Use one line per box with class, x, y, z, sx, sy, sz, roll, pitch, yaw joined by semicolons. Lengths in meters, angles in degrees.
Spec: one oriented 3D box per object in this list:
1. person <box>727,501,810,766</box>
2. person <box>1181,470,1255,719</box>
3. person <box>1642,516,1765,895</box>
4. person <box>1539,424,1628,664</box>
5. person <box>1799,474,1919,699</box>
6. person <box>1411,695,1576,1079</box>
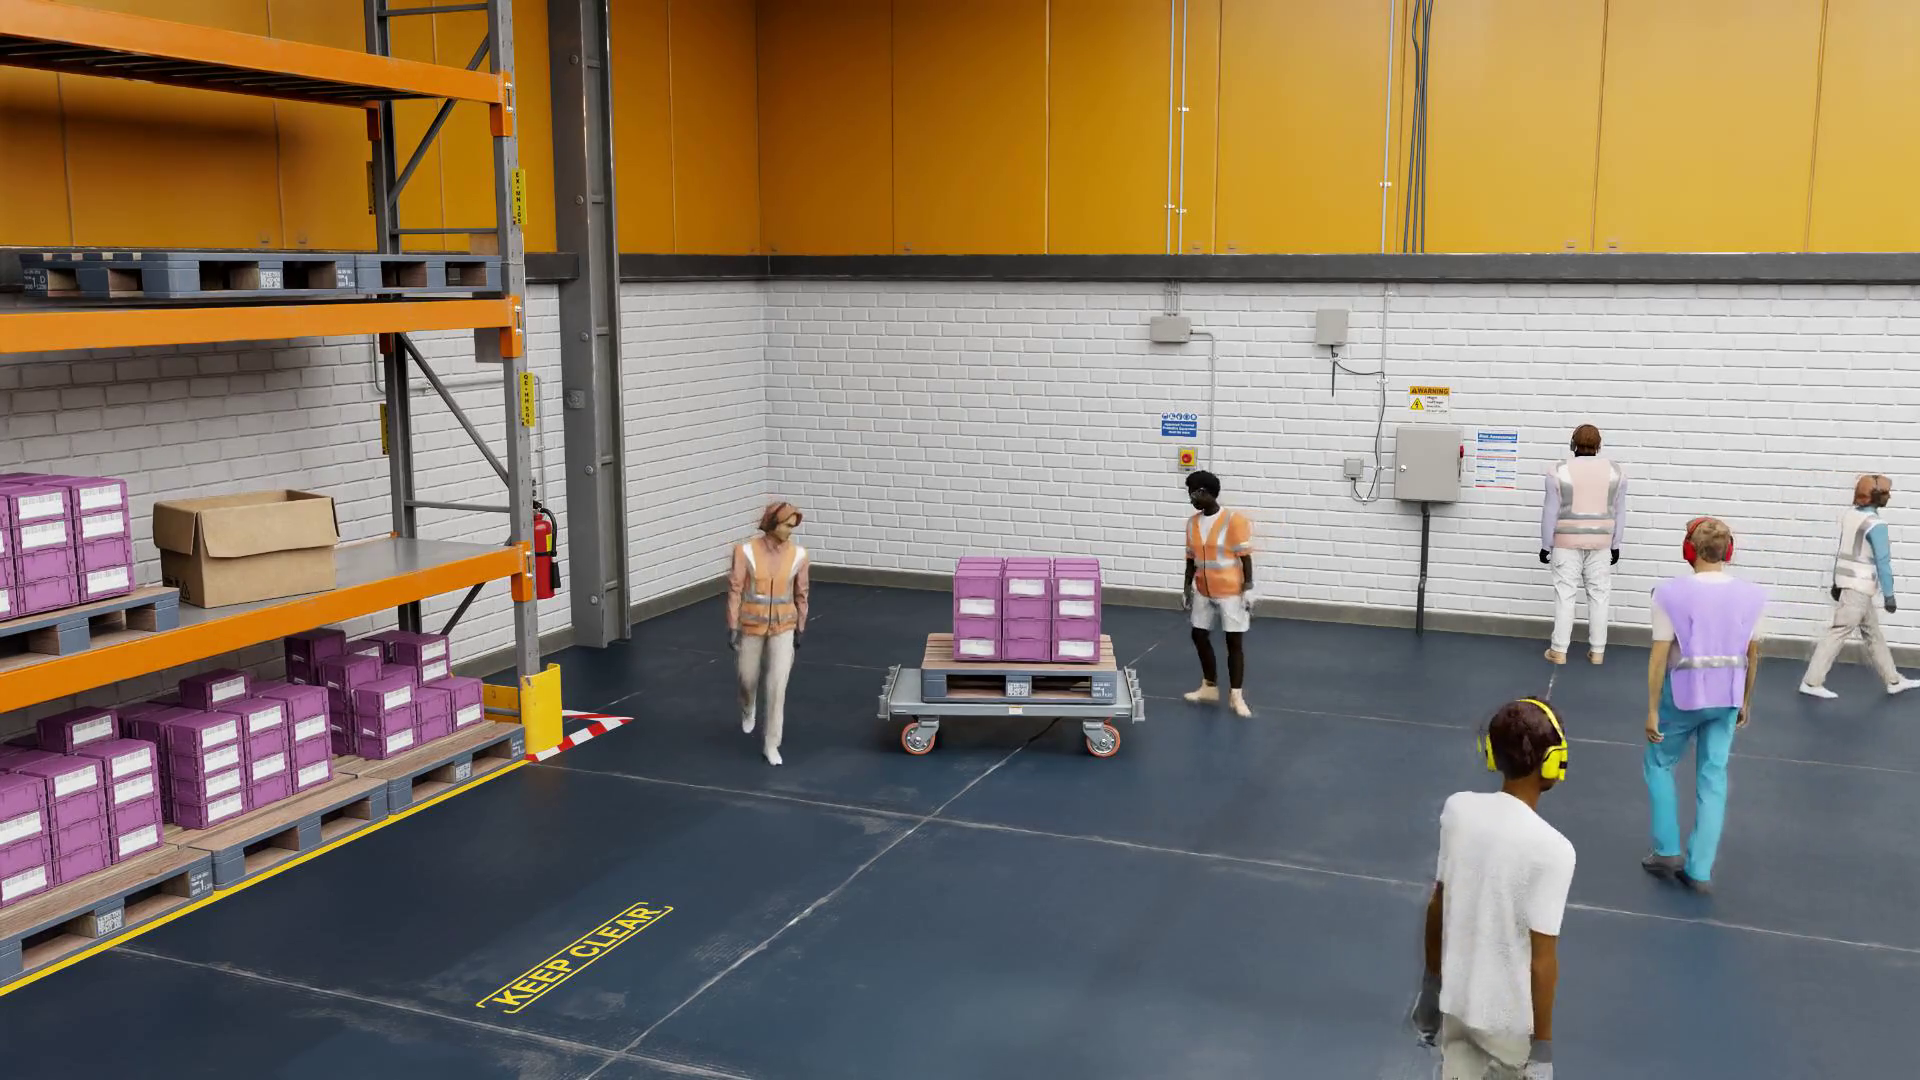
person;-1.199;0.537;10.344;0.533;1.599;0.717;-2;10;-14
person;1.776;0.362;11.250;0.318;1.661;0.630;-8;12;-40
person;3.601;0.789;8.142;0.583;1.819;0.576;0;9;-1
person;4.728;0.035;12.675;0.621;1.845;0.429;1;9;4
person;6.326;0.339;11.569;0.874;1.585;0.534;1;9;8
person;1.446;1.361;4.723;0.802;1.827;0.574;-5;11;-29
